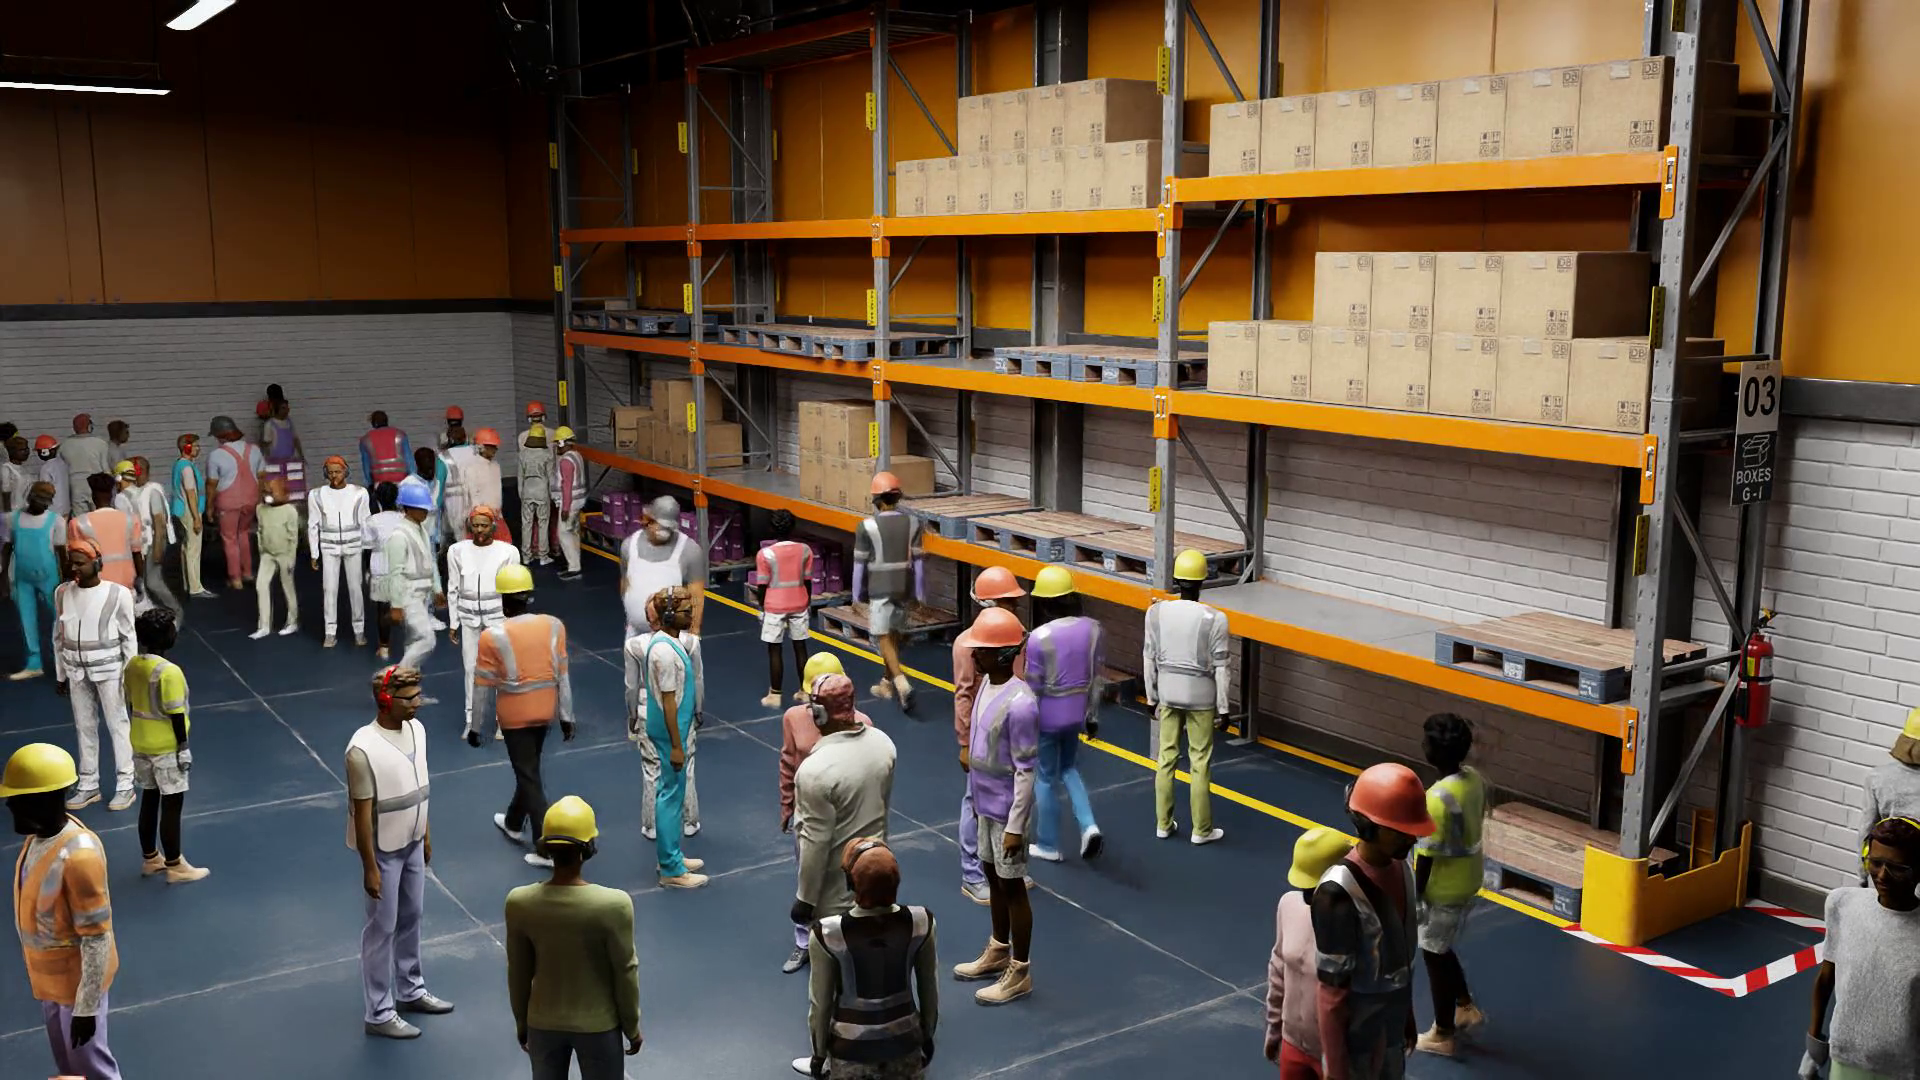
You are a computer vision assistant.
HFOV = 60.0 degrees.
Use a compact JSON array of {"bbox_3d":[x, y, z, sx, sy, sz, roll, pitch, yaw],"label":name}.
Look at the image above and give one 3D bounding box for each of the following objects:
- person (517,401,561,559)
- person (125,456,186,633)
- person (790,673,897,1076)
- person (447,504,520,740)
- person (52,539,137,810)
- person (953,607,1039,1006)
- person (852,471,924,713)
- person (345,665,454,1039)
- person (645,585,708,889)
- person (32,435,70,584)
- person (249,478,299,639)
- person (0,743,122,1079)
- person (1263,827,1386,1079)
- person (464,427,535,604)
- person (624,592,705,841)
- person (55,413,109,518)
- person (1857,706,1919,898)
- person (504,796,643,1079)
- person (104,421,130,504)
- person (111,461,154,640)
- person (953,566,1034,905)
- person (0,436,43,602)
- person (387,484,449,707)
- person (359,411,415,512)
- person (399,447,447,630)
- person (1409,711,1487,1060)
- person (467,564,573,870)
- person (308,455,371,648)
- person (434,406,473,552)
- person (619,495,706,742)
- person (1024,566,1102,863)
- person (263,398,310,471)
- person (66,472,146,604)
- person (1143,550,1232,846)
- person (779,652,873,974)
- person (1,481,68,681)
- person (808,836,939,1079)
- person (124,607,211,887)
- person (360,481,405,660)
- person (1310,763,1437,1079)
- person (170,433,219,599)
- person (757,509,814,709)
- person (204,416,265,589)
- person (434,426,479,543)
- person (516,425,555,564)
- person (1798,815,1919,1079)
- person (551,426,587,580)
[{"bbox_3d":[-5.312,-0.759,21.016,0.389,1.990,0.622,9,13,43],"label":"person"},{"bbox_3d":[-8.092,0.070,16.673,0.653,1.816,0.526,9,13,43],"label":"person"},{"bbox_3d":[-0.570,1.549,7.741,0.406,1.901,0.639,6,11,31],"label":"person"},{"bbox_3d":[-3.736,0.650,13.107,0.581,1.879,0.365,0,10,-2],"label":"person"},{"bbox_3d":[-5.945,0.928,11.435,0.573,1.883,0.353,1,10,4],"label":"person"},{"bbox_3d":[0.190,1.348,8.495,0.377,2.045,0.605,-3,10,-18],"label":"person"},{"bbox_3d":[-0.562,0.436,13.961,0.615,2.017,0.892,-5,11,-28],"label":"person"},{"bbox_3d":[-2.785,1.511,8.156,0.395,1.836,0.563,2,10,13],"label":"person"},{"bbox_3d":[-1.723,1.182,10.054,0.336,1.845,0.514,-2,10,-12],"label":"person"},{"bbox_3d":[-10.574,-0.354,19.377,0.344,1.743,0.556,-1,10,-6],"label":"person"},{"bbox_3d":[-6.831,0.190,16.542,0.517,1.603,0.676,3,10,15],"label":"person"},{"bbox_3d":[-3.540,1.733,6.575,0.373,1.928,0.584,-9,13,-44],"label":"person"},{"bbox_3d":[1.328,1.893,6.138,0.337,1.759,0.524,-7,12,-36],"label":"person"},{"bbox_3d":[-4.998,-0.224,17.932,0.833,1.962,0.631,4,10,21],"label":"person"},{"bbox_3d":[-1.918,1.149,10.839,0.513,1.645,0.307,-2,10,-13],"label":"person"},{"bbox_3d":[-10.593,-0.586,20.250,0.636,1.911,0.404,-1,10,-6],"label":"person"},{"bbox_3d":[4.460,1.618,7.789,0.312,1.744,0.487,-7,12,-34],"label":"person"},{"bbox_3d":[-1.477,1.848,6.410,0.526,1.760,0.332,2,10,10],"label":"person"},{"bbox_3d":[-10.342,-0.558,20.397,0.365,1.814,0.713,-7,12,-35],"label":"person"},{"bbox_3d":[-8.224,0.094,16.609,0.469,1.789,0.652,0,10,2],"label":"person"},{"bbox_3d":[0.204,1.138,9.860,0.370,1.996,0.622,8,13,40],"label":"person"},{"bbox_3d":[-10.380,-0.229,18.373,0.342,1.840,0.506,0,10,-3],"label":"person"},{"bbox_3d":[-4.552,0.481,13.947,0.474,1.923,0.599,-1,10,-4],"label":"person"},{"bbox_3d":[-7.487,-0.794,21.813,0.680,1.797,0.832,-3,10,-18],"label":"person"},{"bbox_3d":[-5.448,-0.012,16.949,0.582,1.884,0.614,3,10,15],"label":"person"},{"bbox_3d":[2.274,1.631,7.861,0.363,1.684,0.559,8,12,38],"label":"person"},{"bbox_3d":[-2.809,1.084,10.493,0.940,1.881,0.611,9,13,42],"label":"person"},{"bbox_3d":[-6.037,0.110,16.228,0.583,1.882,0.338,-3,10,-20],"label":"person"},{"bbox_3d":[-6.561,-0.792,21.567,0.546,1.891,1.018,1,10,5],"label":"person"},{"bbox_3d":[-2.310,0.595,12.928,0.702,2.000,0.607,1,10,3],"label":"person"},{"bbox_3d":[0.620,1.100,10.338,0.609,1.905,0.504,-7,12,-36],"label":"person"},{"bbox_3d":[-9.488,-1.094,23.515,0.853,1.813,0.534,4,10,20],"label":"person"},{"bbox_3d":[-7.530,0.356,14.694,0.994,1.921,0.634,9,13,43],"label":"person"},{"bbox_3d":[1.476,1.017,10.771,0.594,1.930,0.354,6,11,30],"label":"person"},{"bbox_3d":[-0.709,1.443,8.778,0.523,1.761,0.323,2,10,14],"label":"person"},{"bbox_3d":[-8.293,0.371,14.941,0.639,1.812,0.335,-2,10,-11],"label":"person"},{"bbox_3d":[-0.323,1.922,6.299,0.517,1.645,0.308,-3,10,-19],"label":"person"},{"bbox_3d":[-4.844,1.247,10.104,0.538,1.695,0.320,7,12,36],"label":"person"},{"bbox_3d":[-5.373,0.290,15.725,0.534,1.697,0.318,-5,11,-28],"label":"person"},{"bbox_3d":[1.503,1.777,6.038,0.410,2.028,0.618,8,12,38],"label":"person"},{"bbox_3d":[-8.584,-0.265,18.542,0.390,1.848,0.564,-7,12,-34],"label":"person"},{"bbox_3d":[-1.476,0.576,14.068,0.532,1.691,0.318,-6,11,-31],"label":"person"},{"bbox_3d":[-8.436,-0.464,19.139,0.717,2.000,0.708,6,11,31],"label":"person"},{"bbox_3d":[-5.877,-0.433,19.654,0.730,1.807,0.590,-9,13,-42],"label":"person"},{"bbox_3d":[-5.234,-0.557,20.607,0.489,1.729,0.323,1,10,6],"label":"person"},{"bbox_3d":[3.252,1.877,5.903,0.508,1.872,0.329,9,13,44],"label":"person"},{"bbox_3d":[-4.616,-0.437,19.652,0.403,1.818,0.603,0,10,-2],"label":"person"}]
